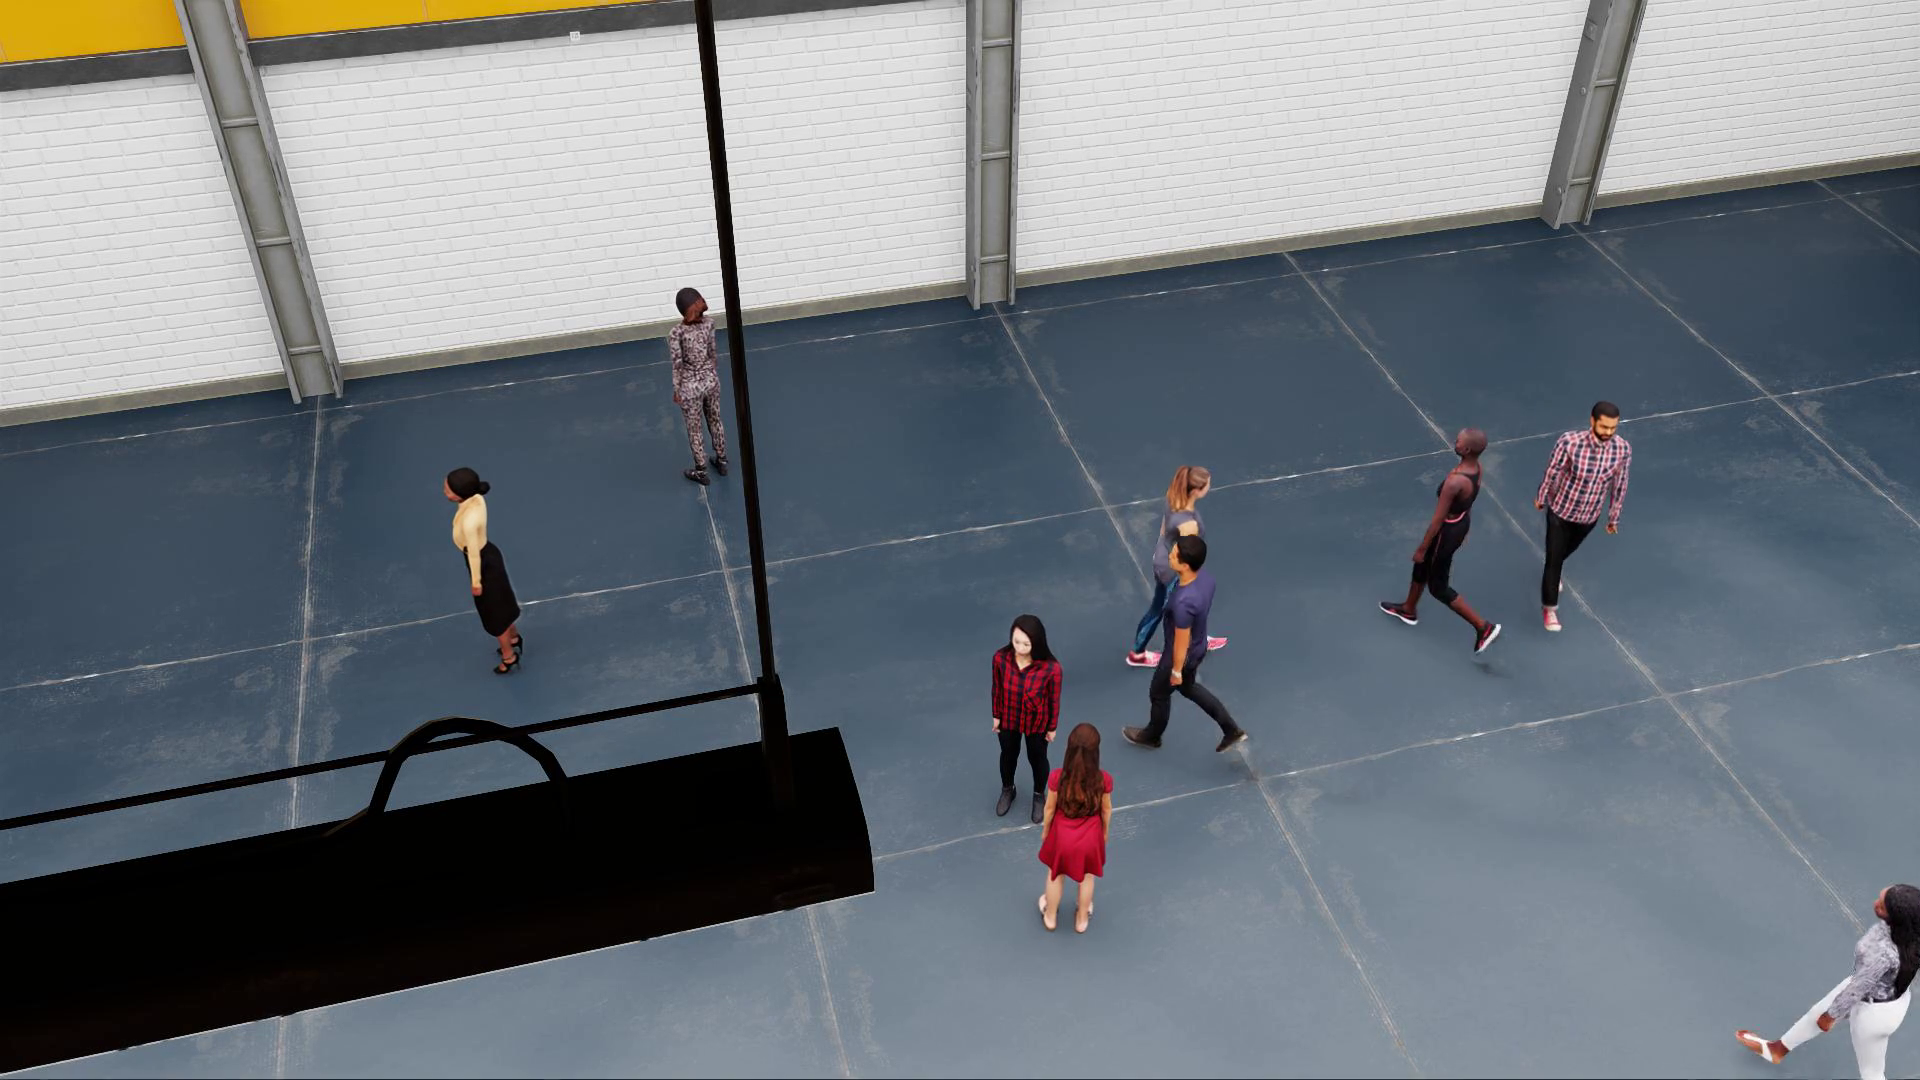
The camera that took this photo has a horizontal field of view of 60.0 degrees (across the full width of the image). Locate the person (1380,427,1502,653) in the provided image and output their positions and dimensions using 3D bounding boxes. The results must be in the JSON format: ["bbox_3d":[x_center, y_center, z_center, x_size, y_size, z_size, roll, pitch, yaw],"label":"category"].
[{"bbox_3d":[3.379,0.036,11.261,1.117,1.726,1.107,23,44,26],"label":"person"}]

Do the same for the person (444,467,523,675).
[{"bbox_3d":[-3.164,0.204,11.110,0.568,1.651,0.578,-6,39,-7],"label":"person"}]

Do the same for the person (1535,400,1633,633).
[{"bbox_3d":[4.299,-0.276,11.659,1.130,1.717,0.974,2,39,2],"label":"person"}]

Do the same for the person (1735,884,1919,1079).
[{"bbox_3d":[4.656,2.400,8.340,1.140,1.678,1.052,-28,46,-30],"label":"person"}]

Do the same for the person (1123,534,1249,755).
[{"bbox_3d":[1.475,0.719,10.370,1.134,1.769,1.029,15,41,18],"label":"person"}]

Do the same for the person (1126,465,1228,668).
[{"bbox_3d":[1.342,0.214,11.058,0.979,1.702,0.693,-3,39,-4],"label":"person"}]

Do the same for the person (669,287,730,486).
[{"bbox_3d":[-2.015,-1.189,12.804,0.642,1.714,0.732,-31,48,-33],"label":"person"}]

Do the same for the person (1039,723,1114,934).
[{"bbox_3d":[0.650,1.647,9.384,0.604,1.551,0.674,-1,39,-1],"label":"person"}]

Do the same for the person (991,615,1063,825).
[{"bbox_3d":[0.393,1.059,10.041,0.623,1.649,0.723,11,40,14],"label":"person"}]
